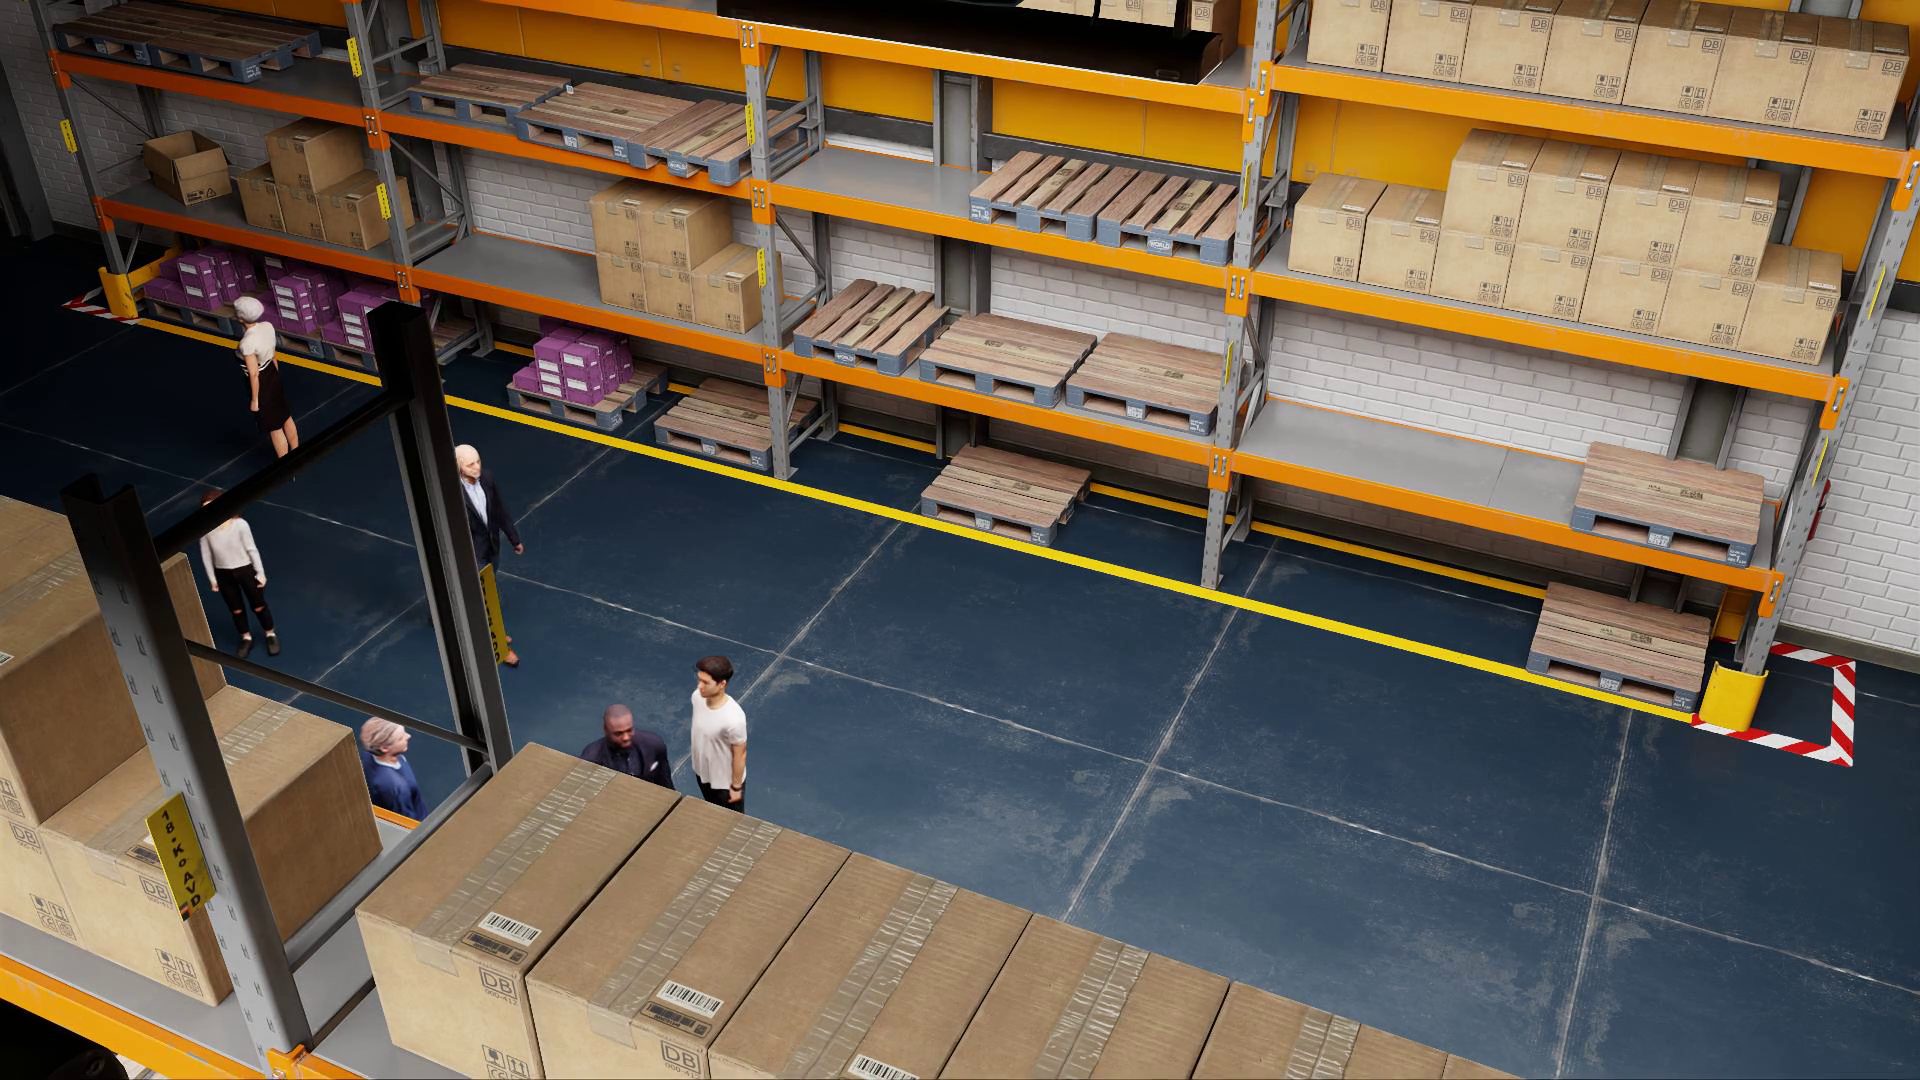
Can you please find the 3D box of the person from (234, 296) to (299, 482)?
[{"bbox_3d":[-6.016,-1.309,14.466,0.638,1.756,0.684,4,34,6],"label":"person"}]

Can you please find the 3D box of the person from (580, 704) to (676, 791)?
[{"bbox_3d":[-1.947,1.687,9.901,0.843,1.820,0.884,-17,37,-24],"label":"person"}]

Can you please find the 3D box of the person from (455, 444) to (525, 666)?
[{"bbox_3d":[-3.648,0.042,12.411,0.808,1.782,0.756,18,38,25],"label":"person"}]

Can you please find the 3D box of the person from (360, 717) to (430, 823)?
[{"bbox_3d":[-3.256,1.759,9.752,0.794,1.865,0.683,-19,38,-26],"label":"person"}]

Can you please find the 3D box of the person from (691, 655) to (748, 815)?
[{"bbox_3d":[-1.494,1.417,10.397,0.754,1.721,0.602,-28,43,-35],"label":"person"}]

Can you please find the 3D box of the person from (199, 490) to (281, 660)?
[{"bbox_3d":[-5.391,0.239,12.388,0.611,1.479,0.690,-7,34,-11],"label":"person"}]
